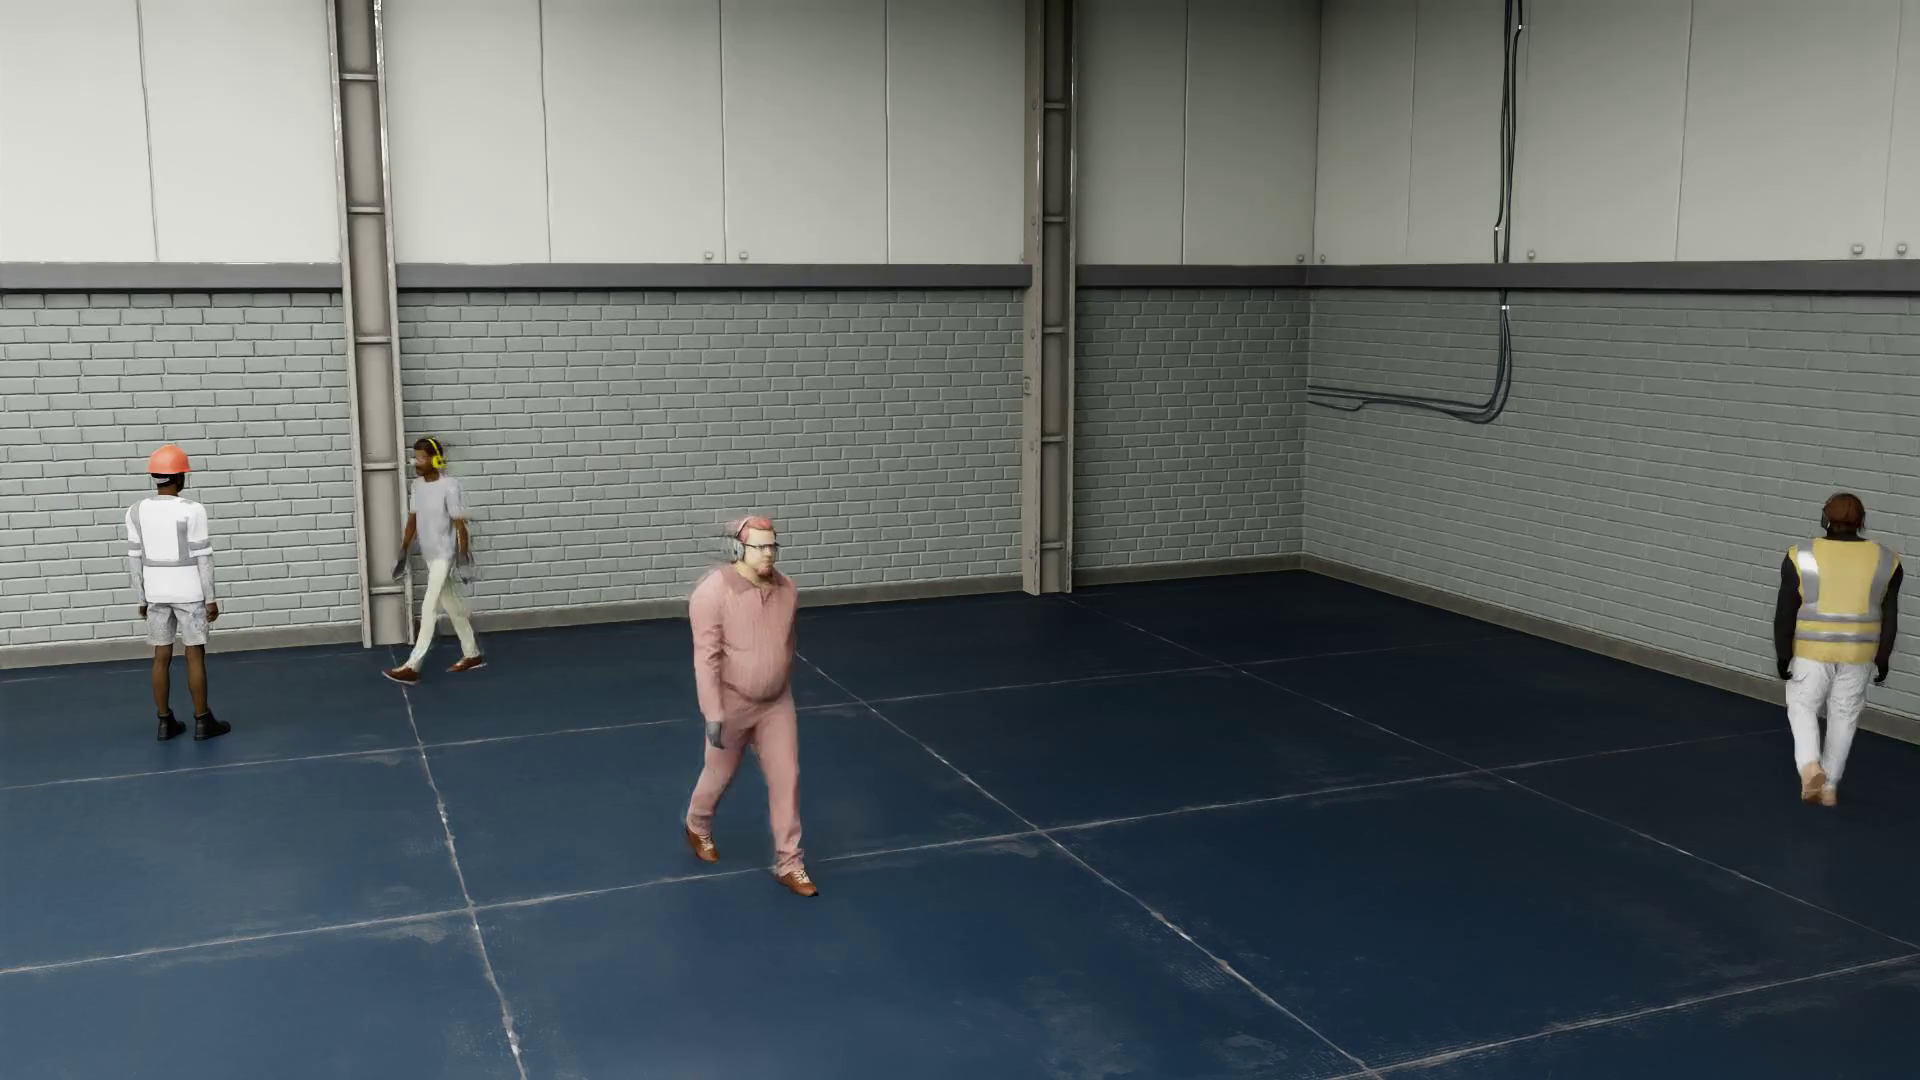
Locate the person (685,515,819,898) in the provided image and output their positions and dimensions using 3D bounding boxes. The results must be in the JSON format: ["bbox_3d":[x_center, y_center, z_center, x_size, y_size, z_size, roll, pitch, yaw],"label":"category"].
[{"bbox_3d":[-1.083,0.789,8.323,0.637,1.870,0.940,-7,11,-37],"label":"person"}]

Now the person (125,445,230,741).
[{"bbox_3d":[-5.105,0.349,10.846,0.542,1.939,0.368,1,9,5],"label":"person"}]

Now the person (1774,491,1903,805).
[{"bbox_3d":[4.936,0.640,9.382,0.631,1.826,0.604,3,9,17],"label":"person"}]

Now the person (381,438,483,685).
[{"bbox_3d":[-3.982,0.154,12.437,0.510,1.824,0.966,8,12,40],"label":"person"}]
